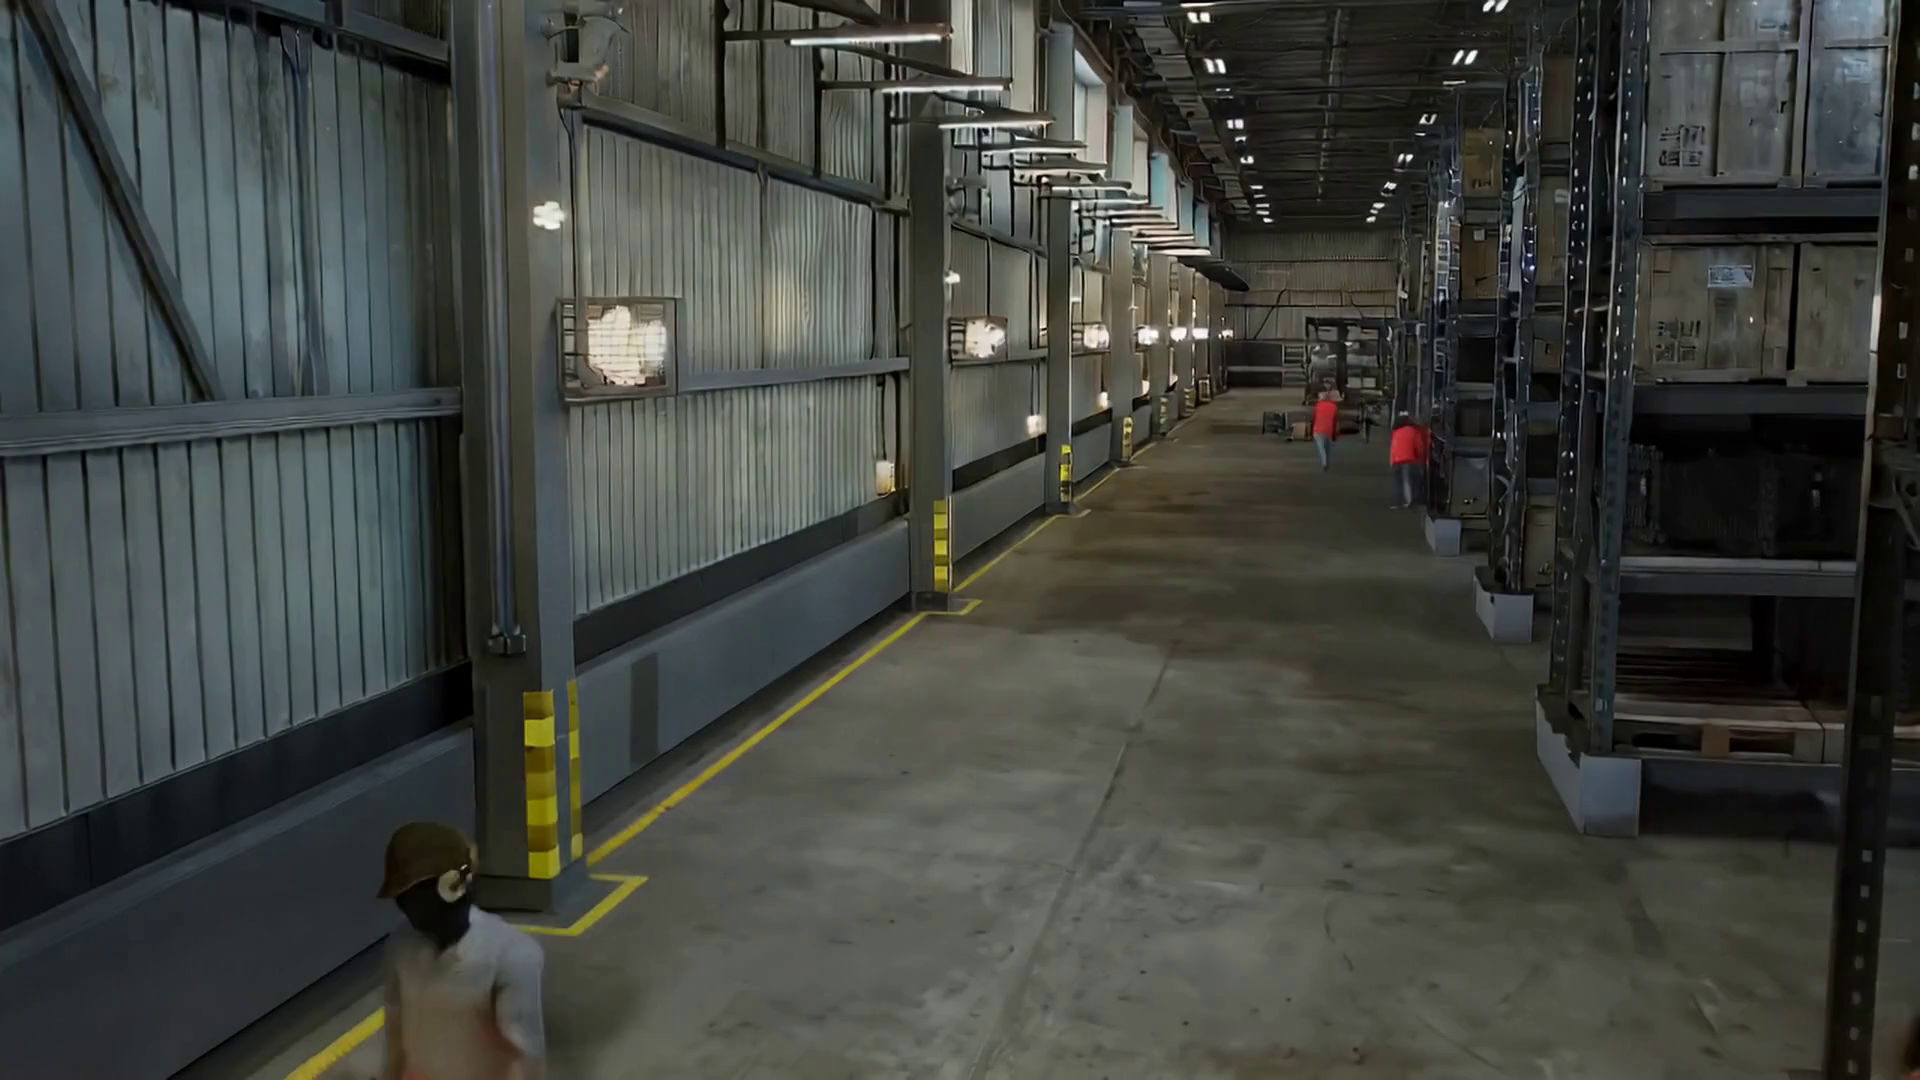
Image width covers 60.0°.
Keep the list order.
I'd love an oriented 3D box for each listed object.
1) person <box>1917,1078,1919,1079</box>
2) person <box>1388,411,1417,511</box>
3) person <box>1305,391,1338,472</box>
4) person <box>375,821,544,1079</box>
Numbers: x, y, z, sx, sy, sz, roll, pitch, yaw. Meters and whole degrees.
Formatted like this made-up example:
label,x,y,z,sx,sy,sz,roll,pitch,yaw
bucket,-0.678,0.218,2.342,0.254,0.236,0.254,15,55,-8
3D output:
label,x,y,z,sx,sy,sz,roll,pitch,yaw
person,2.071,1.774,3.300,0.666,1.851,0.930,-3,8,-21
person,7.712,-1.378,28.987,0.533,1.728,0.461,-2,7,-16
person,8.039,-2.411,37.021,0.636,1.792,0.954,-2,7,-18
person,-1.442,1.646,4.871,0.568,1.702,0.864,2,7,13
